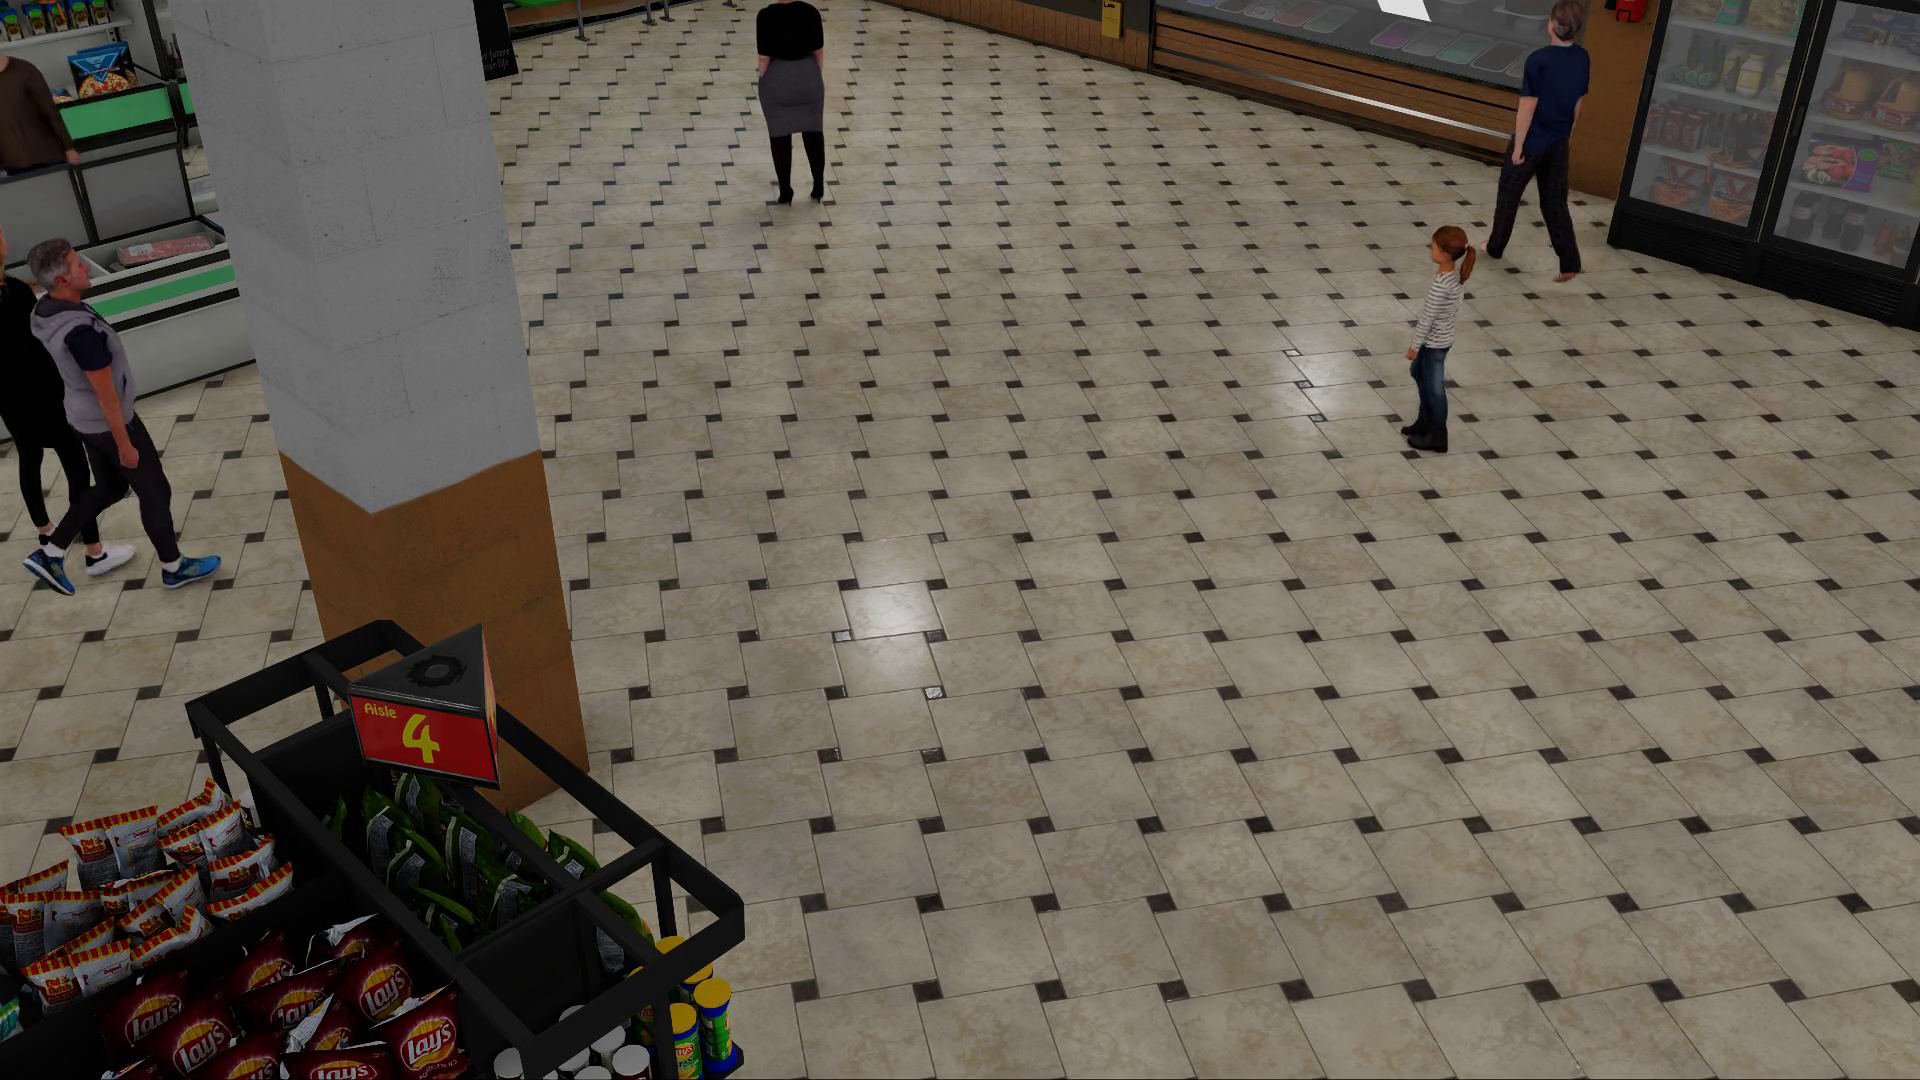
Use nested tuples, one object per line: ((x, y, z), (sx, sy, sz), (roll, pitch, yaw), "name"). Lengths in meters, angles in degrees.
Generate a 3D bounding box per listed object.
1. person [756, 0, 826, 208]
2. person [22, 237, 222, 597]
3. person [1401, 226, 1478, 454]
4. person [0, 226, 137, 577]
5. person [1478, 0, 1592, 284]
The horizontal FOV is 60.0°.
((-1.240, -3.350, 12.309), (0.720, 1.758, 0.832), (-10, 33, -15), "person")
((-4.031, -0.496, 7.672), (1.039, 1.810, 0.709), (-26, 40, -35), "person")
((2.670, -1.066, 9.067), (0.586, 1.305, 0.506), (20, 37, 28), "person")
((-4.496, -0.694, 8.006), (0.824, 1.794, 0.810), (9, 33, 14), "person")
((3.918, -2.579, 11.002), (1.233, 1.829, 1.137), (-7, 33, -11), "person")
